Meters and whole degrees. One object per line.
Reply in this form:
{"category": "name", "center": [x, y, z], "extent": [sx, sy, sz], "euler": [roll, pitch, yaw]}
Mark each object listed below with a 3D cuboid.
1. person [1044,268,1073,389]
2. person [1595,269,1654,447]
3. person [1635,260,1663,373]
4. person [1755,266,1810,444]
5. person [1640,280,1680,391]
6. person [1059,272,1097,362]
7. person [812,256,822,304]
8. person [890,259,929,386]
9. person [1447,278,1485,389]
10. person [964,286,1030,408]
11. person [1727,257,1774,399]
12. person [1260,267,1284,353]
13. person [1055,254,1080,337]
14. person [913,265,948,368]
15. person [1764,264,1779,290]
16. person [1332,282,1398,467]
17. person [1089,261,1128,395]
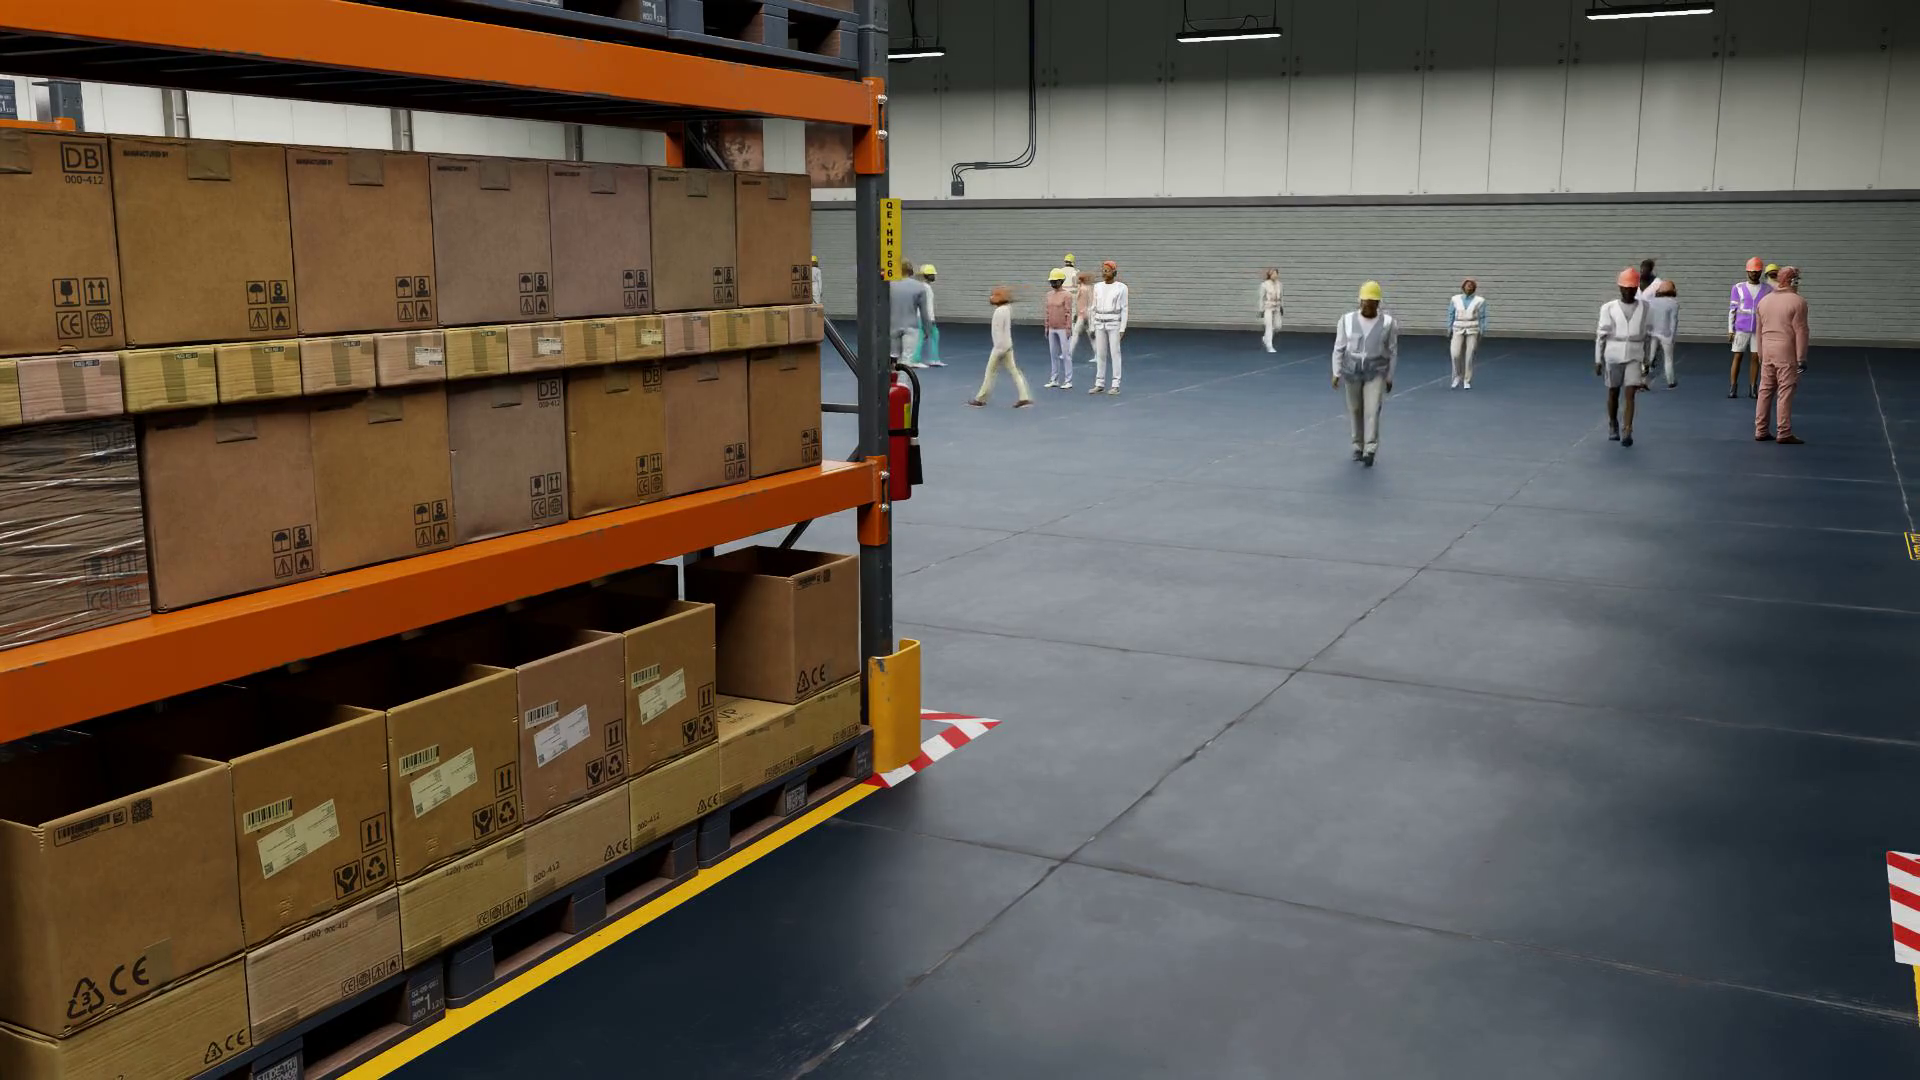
{"category": "person", "center": [1.436, -3.100, 24.430], "extent": [0.349, 1.759, 0.522], "euler": [-9, 14, -42]}
{"category": "person", "center": [7.133, -1.963, 17.884], "extent": [0.569, 1.881, 1.013], "euler": [3, 11, 17]}
{"category": "person", "center": [11.031, -3.572, 26.786], "extent": [1.060, 1.833, 0.597], "euler": [-10, 14, -43]}
{"category": "person", "center": [8.911, -1.997, 17.989], "extent": [0.409, 1.913, 0.642], "euler": [-4, 11, -20]}
{"category": "person", "center": [10.123, -2.937, 23.985], "extent": [0.878, 1.585, 0.532], "euler": [-8, 13, -36]}
{"category": "person", "center": [2.142, -3.933, 29.398], "extent": [0.864, 1.595, 0.513], "euler": [2, 11, 12]}
{"category": "person", "center": [-3.596, -6.110, 40.893], "extent": [0.484, 1.738, 0.305], "euler": [4, 11, 20]}
{"category": "person", "center": [-0.735, -2.923, 23.049], "extent": [0.629, 1.897, 0.934], "euler": [2, 11, 13]}
{"category": "person", "center": [7.369, -2.997, 24.233], "extent": [0.537, 1.618, 0.575], "euler": [4, 11, 23]}
{"category": "person", "center": [0.527, -2.504, 21.636], "extent": [0.880, 1.582, 0.513], "euler": [4, 11, 19]}
{"category": "person", "center": [10.875, -2.909, 22.889], "extent": [0.551, 1.936, 0.356], "euler": [3, 11, 18]}
{"category": "person", "center": [5.966, -4.418, 31.944], "extent": [0.530, 1.627, 0.487], "euler": [-6, 12, -29]}
{"category": "person", "center": [2.405, -5.380, 36.652], "extent": [0.600, 1.830, 0.404], "euler": [4, 11, 19]}
{"category": "person", "center": [-0.474, -3.768, 28.092], "extent": [0.719, 1.735, 0.543], "euler": [0, 10, 0]}
{"category": "person", "center": [13.598, -3.756, 27.998], "extent": [0.536, 1.766, 0.331], "euler": [4, 11, 22]}
{"category": "person", "center": [3.956, -1.624, 16.304], "extent": [0.596, 1.781, 0.938], "euler": [4, 11, 20]}
{"category": "person", "center": [2.091, -2.988, 23.473], "extent": [0.574, 1.882, 0.356], "euler": [7, 13, 35]}
